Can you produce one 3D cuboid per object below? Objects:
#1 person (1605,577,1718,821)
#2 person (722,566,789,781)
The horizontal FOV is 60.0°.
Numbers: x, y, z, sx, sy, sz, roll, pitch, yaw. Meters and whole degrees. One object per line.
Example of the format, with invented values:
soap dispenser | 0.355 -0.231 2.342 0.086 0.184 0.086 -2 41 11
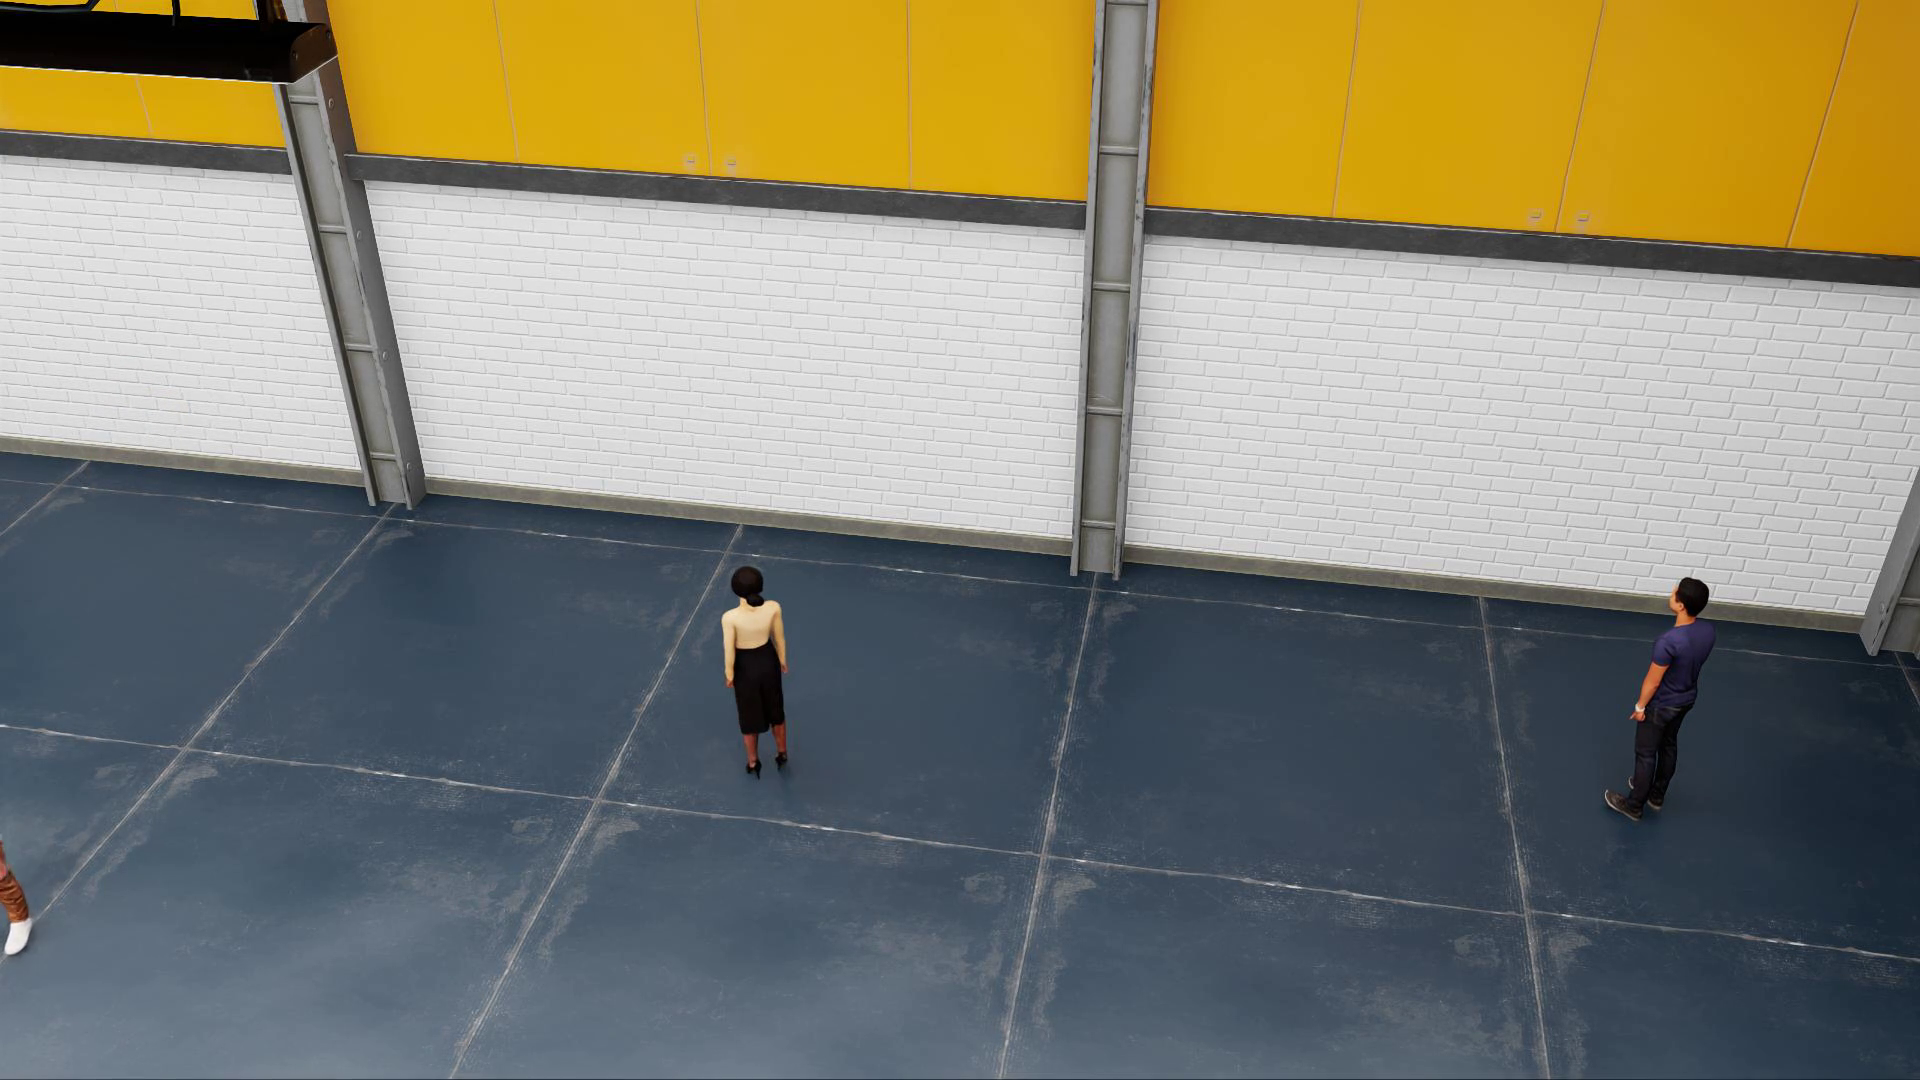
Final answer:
person | 4.505 1.012 10.561 0.670 1.789 0.759 -16 37 -23
person | -1.335 0.868 10.901 0.647 1.654 0.734 -14 36 -20
